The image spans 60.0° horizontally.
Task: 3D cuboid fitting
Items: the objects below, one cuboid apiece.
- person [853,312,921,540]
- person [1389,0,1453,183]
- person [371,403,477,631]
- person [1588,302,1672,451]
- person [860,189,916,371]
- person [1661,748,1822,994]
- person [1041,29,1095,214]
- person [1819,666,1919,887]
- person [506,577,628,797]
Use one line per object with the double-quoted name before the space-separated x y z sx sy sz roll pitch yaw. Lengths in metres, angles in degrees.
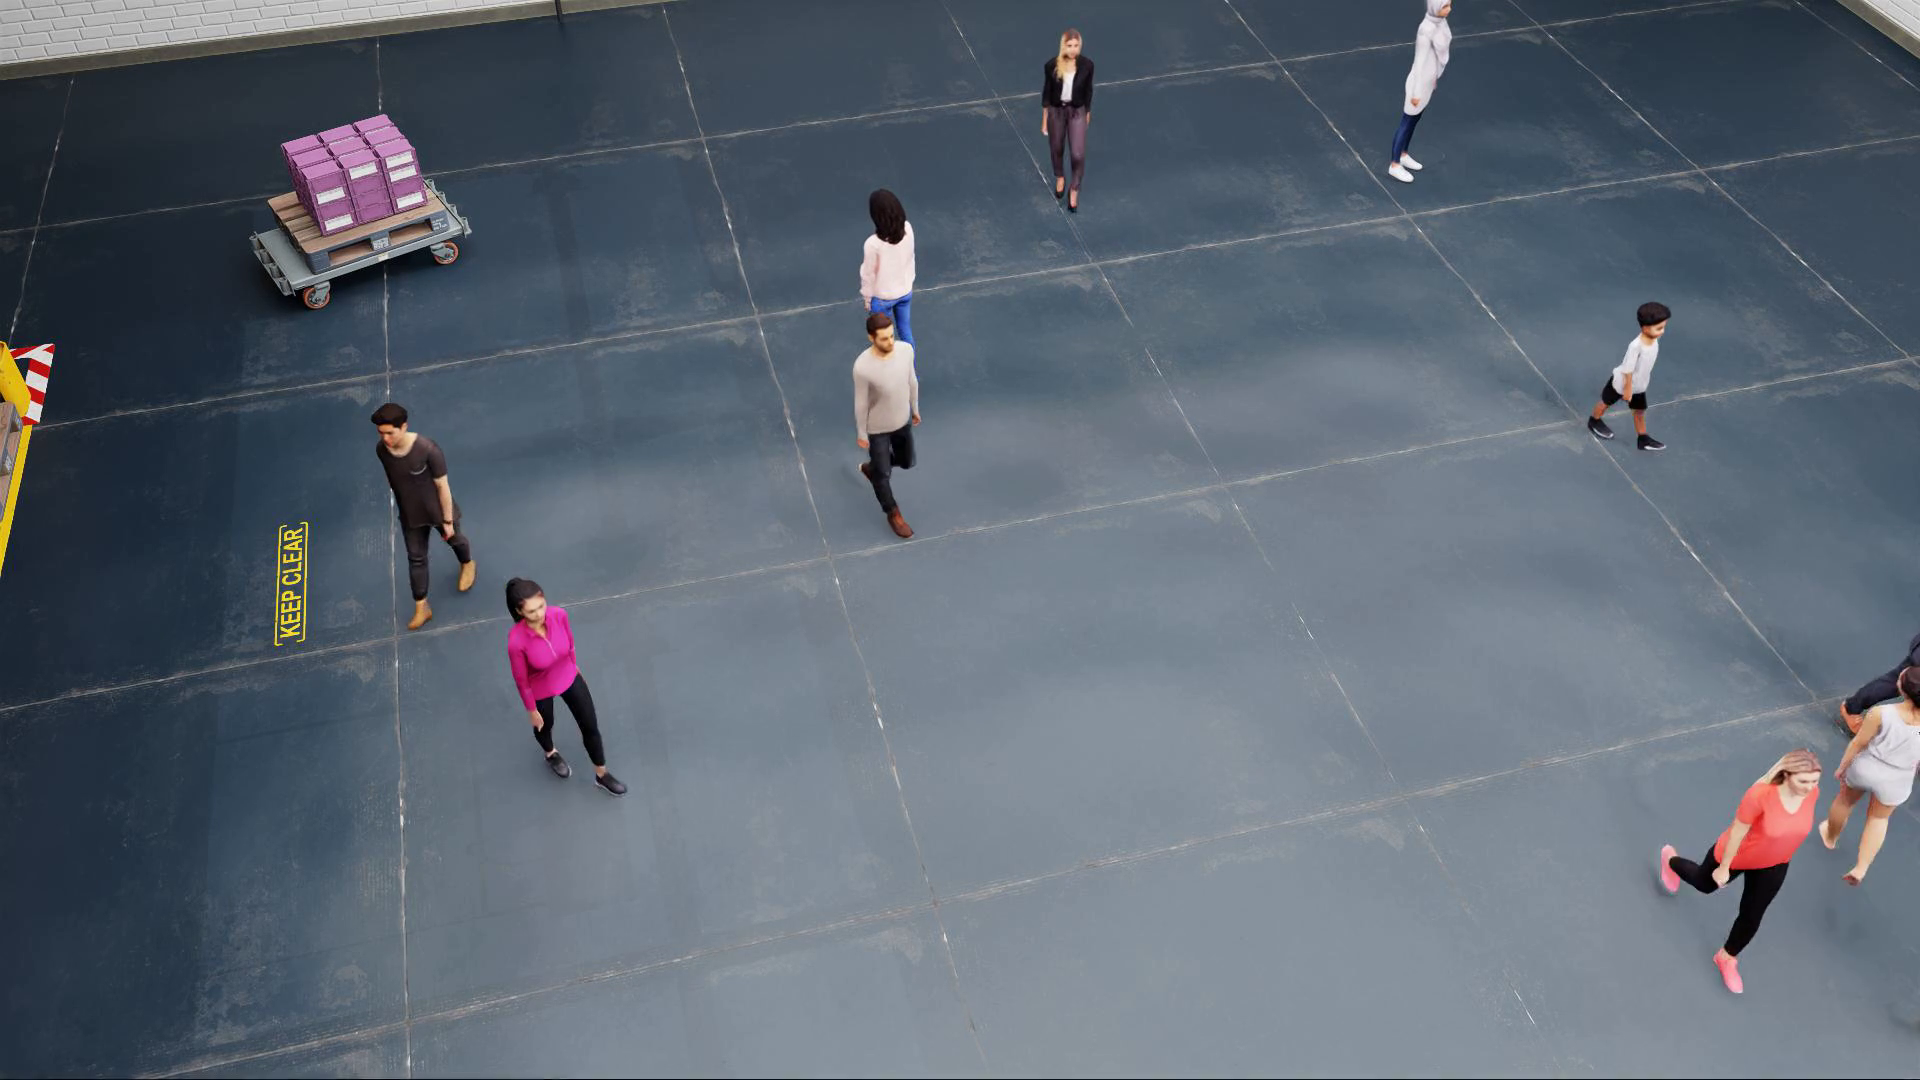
"person" -0.548 -0.854 11.506 0.864 1.858 1.007 -27 50 -26
"person" 4.155 -4.110 14.983 0.736 1.775 0.694 25 49 24
"person" -3.500 -0.260 11.017 0.849 1.672 1.094 4 44 4
"person" 4.942 -1.254 12.378 0.695 1.232 0.900 -28 50 -26
"person" -0.523 -1.863 12.632 0.710 1.765 0.679 -27 50 -26
"person" 4.221 1.646 9.020 0.712 1.666 1.135 -4 44 -4
"person" 0.934 -3.774 14.716 0.724 1.656 0.823 4 44 4
"person" 5.187 1.358 9.367 0.841 1.604 0.946 15 46 15
"person" -2.484 0.820 9.879 0.984 1.678 0.841 34 53 31
